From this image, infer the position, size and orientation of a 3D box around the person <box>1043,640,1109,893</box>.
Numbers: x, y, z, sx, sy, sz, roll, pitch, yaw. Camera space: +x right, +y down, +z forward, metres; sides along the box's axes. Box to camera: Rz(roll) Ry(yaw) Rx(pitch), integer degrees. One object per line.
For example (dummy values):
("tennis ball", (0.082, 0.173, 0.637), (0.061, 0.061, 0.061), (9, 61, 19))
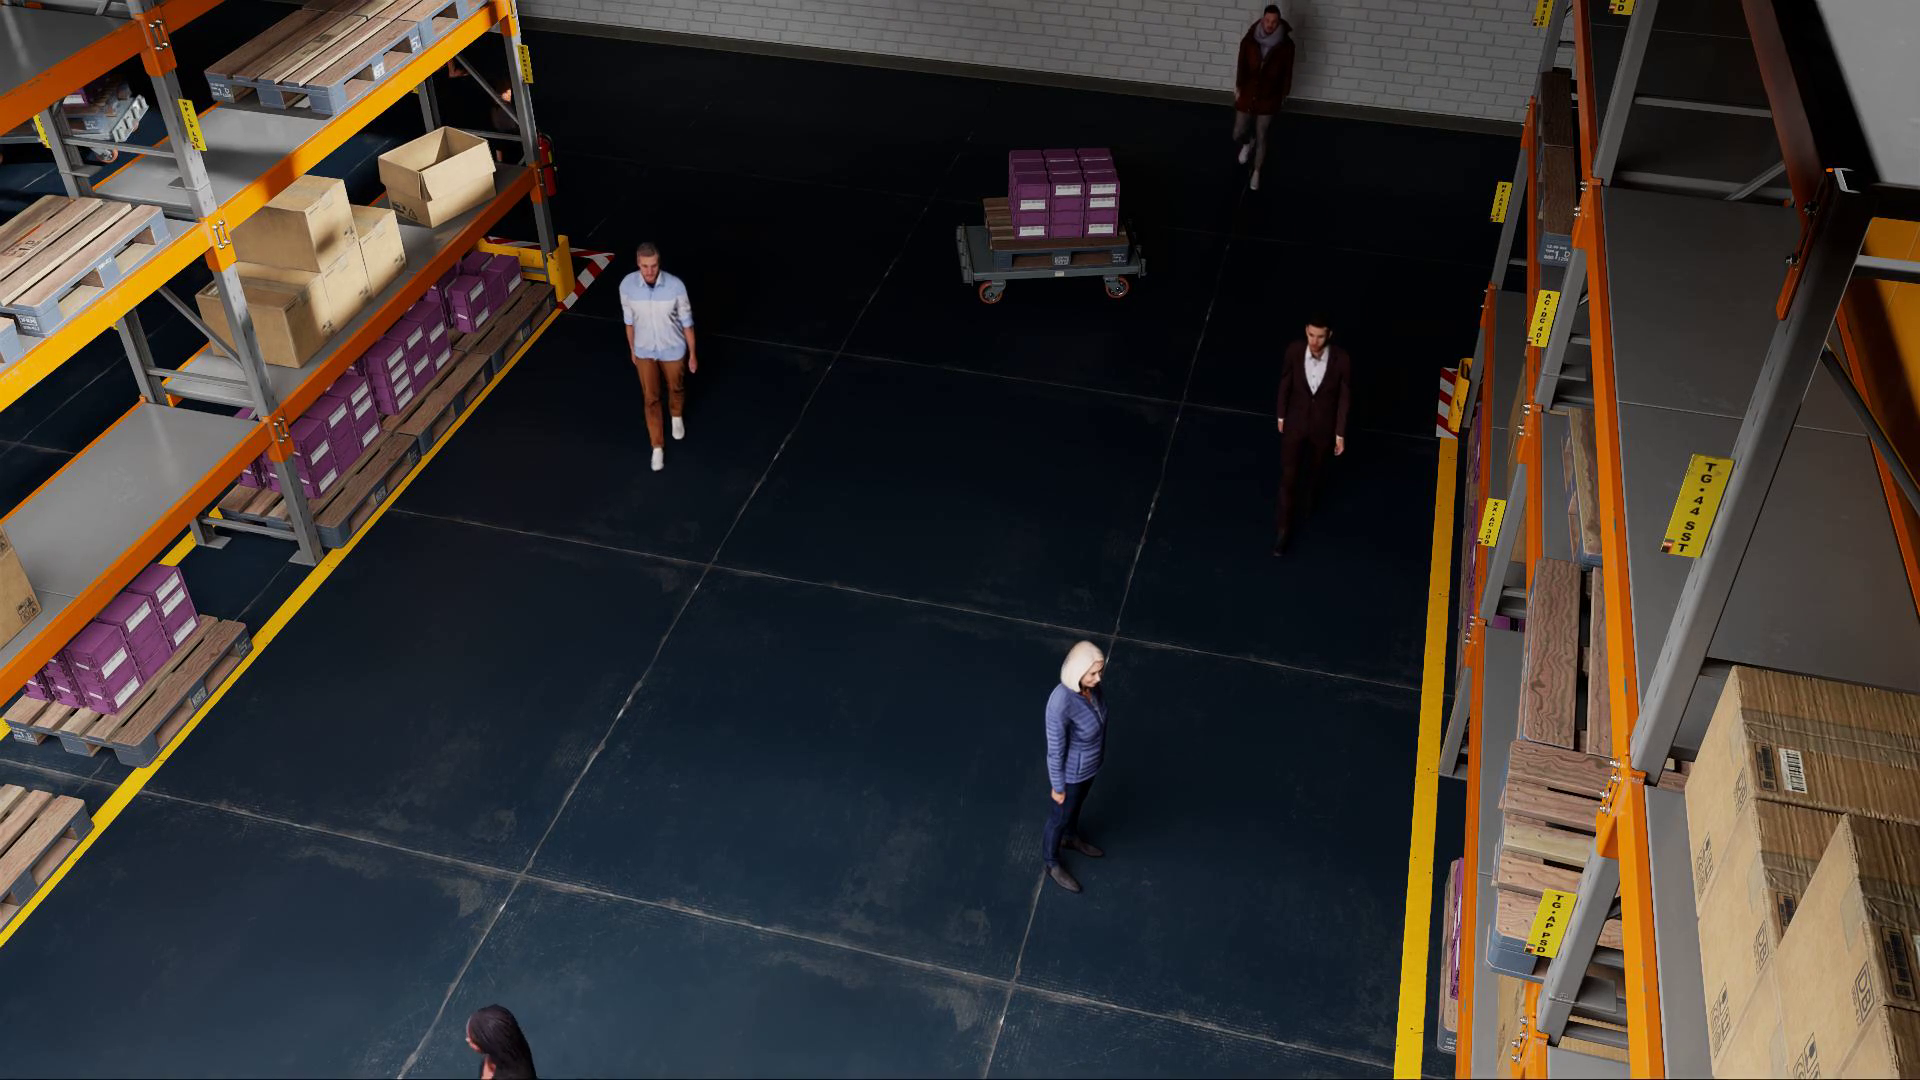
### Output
("person", (0.637, 1.240, 9.425), (0.760, 1.740, 0.581), (21, 43, 24))

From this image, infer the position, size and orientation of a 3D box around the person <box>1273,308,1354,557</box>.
("person", (2.554, -0.873, 12.005), (0.670, 1.824, 1.140), (10, 40, 13))

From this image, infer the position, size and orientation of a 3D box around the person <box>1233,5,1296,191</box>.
("person", (2.965, -4.407, 16.428), (0.693, 1.826, 0.840), (10, 40, 12))

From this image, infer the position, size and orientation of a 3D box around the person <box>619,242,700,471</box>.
("person", (-2.306, -1.518, 12.834), (0.927, 1.797, 1.103), (-4, 39, -5))

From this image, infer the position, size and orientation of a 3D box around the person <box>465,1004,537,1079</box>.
("person", (-1.912, 2.702, 7.655), (1.060, 1.666, 1.206), (-8, 39, -9))

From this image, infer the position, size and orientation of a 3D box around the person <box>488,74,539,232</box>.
("person", (-4.304, -3.590, 15.570), (0.713, 1.620, 0.776), (3, 39, 4))
